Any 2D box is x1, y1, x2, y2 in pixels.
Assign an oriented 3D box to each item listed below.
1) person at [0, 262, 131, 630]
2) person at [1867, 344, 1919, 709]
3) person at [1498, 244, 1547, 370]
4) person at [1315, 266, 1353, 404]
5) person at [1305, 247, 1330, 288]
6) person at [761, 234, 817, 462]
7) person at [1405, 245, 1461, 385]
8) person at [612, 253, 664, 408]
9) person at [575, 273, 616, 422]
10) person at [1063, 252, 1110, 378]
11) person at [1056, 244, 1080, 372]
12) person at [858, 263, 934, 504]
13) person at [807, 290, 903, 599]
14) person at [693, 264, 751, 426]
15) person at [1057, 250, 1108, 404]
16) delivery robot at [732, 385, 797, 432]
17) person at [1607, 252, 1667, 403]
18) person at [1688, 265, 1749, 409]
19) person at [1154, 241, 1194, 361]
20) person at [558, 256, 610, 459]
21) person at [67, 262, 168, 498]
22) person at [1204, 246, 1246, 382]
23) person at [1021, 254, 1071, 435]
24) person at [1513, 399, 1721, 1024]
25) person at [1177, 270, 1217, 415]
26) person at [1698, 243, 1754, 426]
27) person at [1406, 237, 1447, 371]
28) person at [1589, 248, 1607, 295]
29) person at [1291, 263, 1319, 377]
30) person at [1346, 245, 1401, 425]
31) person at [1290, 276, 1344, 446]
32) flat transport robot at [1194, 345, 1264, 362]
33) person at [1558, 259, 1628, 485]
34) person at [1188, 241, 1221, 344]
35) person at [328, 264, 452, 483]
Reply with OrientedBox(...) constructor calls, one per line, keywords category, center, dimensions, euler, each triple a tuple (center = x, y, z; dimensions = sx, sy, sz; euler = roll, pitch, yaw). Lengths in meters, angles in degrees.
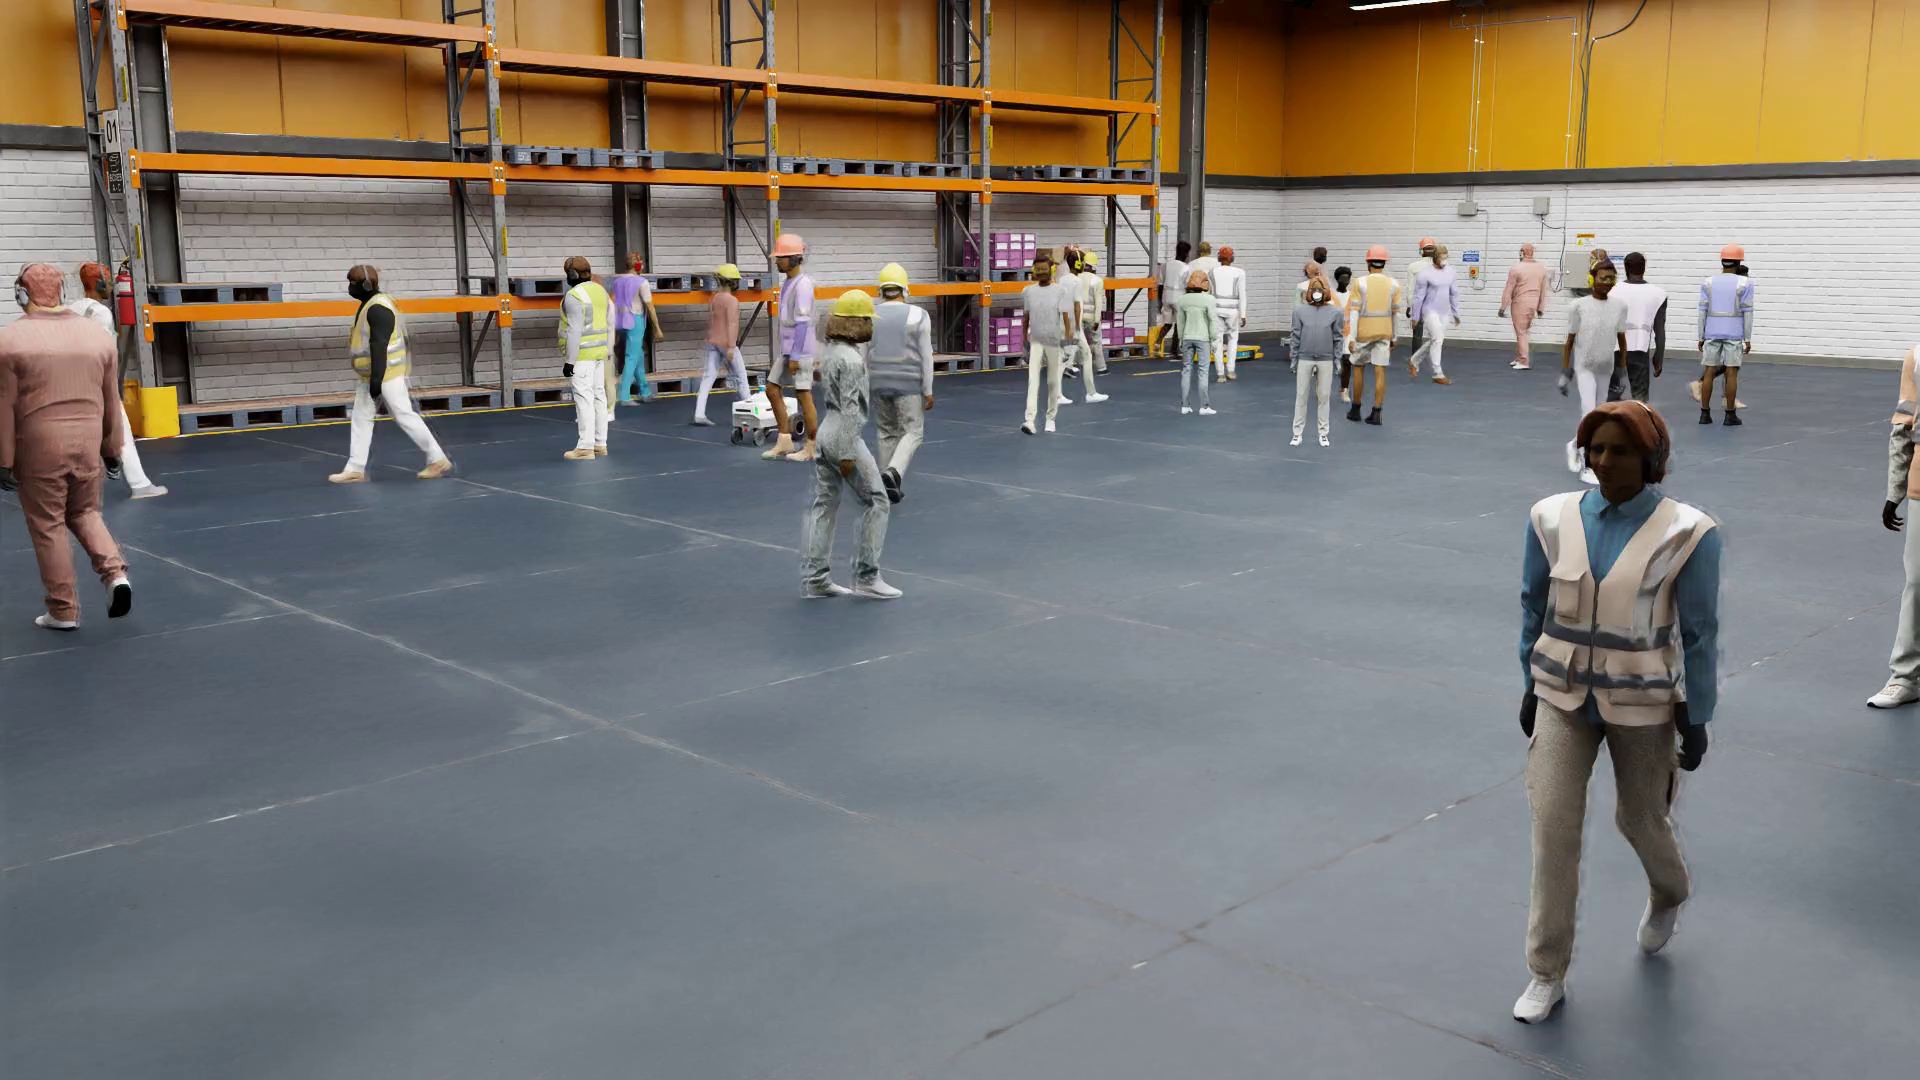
OrientedBox(category="person", center=(-4.588, -0.460, 8.471), dimensions=(0.465, 1.892, 0.645), euler=(6, 12, 31))
OrientedBox(category="person", center=(4.175, -0.201, 6.947), dimensions=(0.364, 1.928, 0.586), euler=(-9, 14, -41))
OrientedBox(category="person", center=(8.483, -3.539, 25.277), dimensions=(0.660, 1.881, 0.775), euler=(-5, 11, -24))
OrientedBox(category="person", center=(4.594, -2.519, 20.293), dimensions=(0.525, 1.660, 0.810), euler=(-1, 10, -6))
OrientedBox(category="person", center=(6.509, -4.357, 29.944), dimensions=(0.813, 1.804, 0.646), euler=(8, 13, 37))
OrientedBox(category="person", center=(-1.538, -1.678, 14.734), dimensions=(0.673, 2.021, 0.635), euler=(-4, 11, -22))
OrientedBox(category="person", center=(6.442, -3.086, 22.775), dimensions=(0.629, 1.905, 0.895), euler=(-6, 12, -30))
OrientedBox(category="person", center=(-3.786, -2.486, 19.742), dimensions=(0.595, 1.810, 0.866), euler=(9, 14, 42))
OrientedBox(category="person", center=(-3.950, -2.062, 17.936), dimensions=(0.524, 1.605, 0.603), euler=(5, 12, 26))
OrientedBox(category="person", center=(1.790, -3.203, 23.725), dimensions=(0.590, 1.790, 0.942), euler=(7, 13, 34))
OrientedBox(category="person", center=(1.636, -3.446, 24.742), dimensions=(0.397, 1.900, 0.635), euler=(-1, 10, -6))
OrientedBox(category="person", center=(-0.501, -1.141, 12.358), dimensions=(0.591, 1.820, 0.616), euler=(3, 11, 18))
OrientedBox(category="person", center=(-0.582, -0.518, 9.249), dimensions=(0.638, 1.722, 0.506), euler=(-5, 11, -24))
OrientedBox(category="person", center=(-2.470, -2.070, 17.699), dimensions=(0.916, 1.714, 0.533), euler=(-9, 13, -39))
OrientedBox(category="person", center=(1.432, -2.557, 20.053), dimensions=(0.829, 1.842, 0.516), euler=(-7, 12, -33))
OrientedBox(category="delivery robot", center=(-1.907, -1.268, 16.255), dimensions=(0.477, 0.478, 0.707), euler=(6, 12, 30))
OrientedBox(category="person", center=(6.202, -1.719, 15.426), dimensions=(0.605, 1.857, 0.813), euler=(3, 11, 15))
OrientedBox(category="person", center=(8.947, -2.377, 19.468), dimensions=(0.546, 1.686, 0.540), euler=(10, 14, 43))
OrientedBox(category="person", center=(3.398, -3.797, 26.552), dimensions=(0.631, 1.934, 0.581), euler=(7, 13, 34))
OrientedBox(category="person", center=(-3.425, -1.650, 15.105), dimensions=(0.429, 1.838, 0.621), euler=(3, 11, 16))
OrientedBox(category="person", center=(-6.596, -1.167, 12.549), dimensions=(0.594, 1.833, 0.982), euler=(7, 12, 33))
OrientedBox(category="person", center=(3.702, -3.152, 23.207), dimensions=(0.613, 1.859, 0.745), euler=(3, 11, 15))
OrientedBox(category="person", center=(0.865, -1.971, 16.870), dimensions=(0.544, 1.822, 0.951), euler=(2, 11, 13))
OrientedBox(category="person", center=(1.750, 0.421, 4.416), dimensions=(0.522, 1.616, 0.740), euler=(9, 14, 40))
OrientedBox(category="person", center=(2.689, -2.235, 18.840), dimensions=(0.497, 1.634, 0.279), euler=(8, 13, 37))
OrientedBox(category="person", center=(8.170, -2.188, 17.755), dimensions=(0.552, 1.937, 0.356), euler=(9, 13, 39))
OrientedBox(category="person", center=(6.942, -3.503, 24.782), dimensions=(0.609, 1.992, 0.383), euler=(0, 10, 0))
OrientedBox(category="person", center=(9.841, -3.556, 25.501), dimensions=(0.626, 1.829, 0.520), euler=(7, 12, 32))
OrientedBox(category="person", center=(5.000, -3.150, 23.835), dimensions=(0.547, 1.617, 0.525), euler=(-2, 11, -11))
OrientedBox(category="person", center=(4.451, -2.218, 17.992), dimensions=(0.571, 1.905, 0.823), euler=(0, 10, -2))
OrientedBox(category="person", center=(3.425, -1.713, 15.993), dimensions=(0.501, 1.633, 0.284), euler=(3, 11, 14))
OrientedBox(category="flat transport robot", center=(4.296, -3.024, 26.861), dimensions=(0.652, 0.197, 1.431), euler=(7, 13, 35))
OrientedBox(category="person", center=(5.242, -1.412, 13.818), dimensions=(0.534, 1.845, 0.853), euler=(-1, 10, -4))
OrientedBox(category="person", center=(3.976, -3.923, 27.266), dimensions=(0.651, 1.913, 0.762), euler=(0, 10, -2))
OrientedBox(category="person", center=(-4.703, -1.362, 13.678), dimensions=(0.939, 1.801, 0.625), euler=(-7, 12, -32))
